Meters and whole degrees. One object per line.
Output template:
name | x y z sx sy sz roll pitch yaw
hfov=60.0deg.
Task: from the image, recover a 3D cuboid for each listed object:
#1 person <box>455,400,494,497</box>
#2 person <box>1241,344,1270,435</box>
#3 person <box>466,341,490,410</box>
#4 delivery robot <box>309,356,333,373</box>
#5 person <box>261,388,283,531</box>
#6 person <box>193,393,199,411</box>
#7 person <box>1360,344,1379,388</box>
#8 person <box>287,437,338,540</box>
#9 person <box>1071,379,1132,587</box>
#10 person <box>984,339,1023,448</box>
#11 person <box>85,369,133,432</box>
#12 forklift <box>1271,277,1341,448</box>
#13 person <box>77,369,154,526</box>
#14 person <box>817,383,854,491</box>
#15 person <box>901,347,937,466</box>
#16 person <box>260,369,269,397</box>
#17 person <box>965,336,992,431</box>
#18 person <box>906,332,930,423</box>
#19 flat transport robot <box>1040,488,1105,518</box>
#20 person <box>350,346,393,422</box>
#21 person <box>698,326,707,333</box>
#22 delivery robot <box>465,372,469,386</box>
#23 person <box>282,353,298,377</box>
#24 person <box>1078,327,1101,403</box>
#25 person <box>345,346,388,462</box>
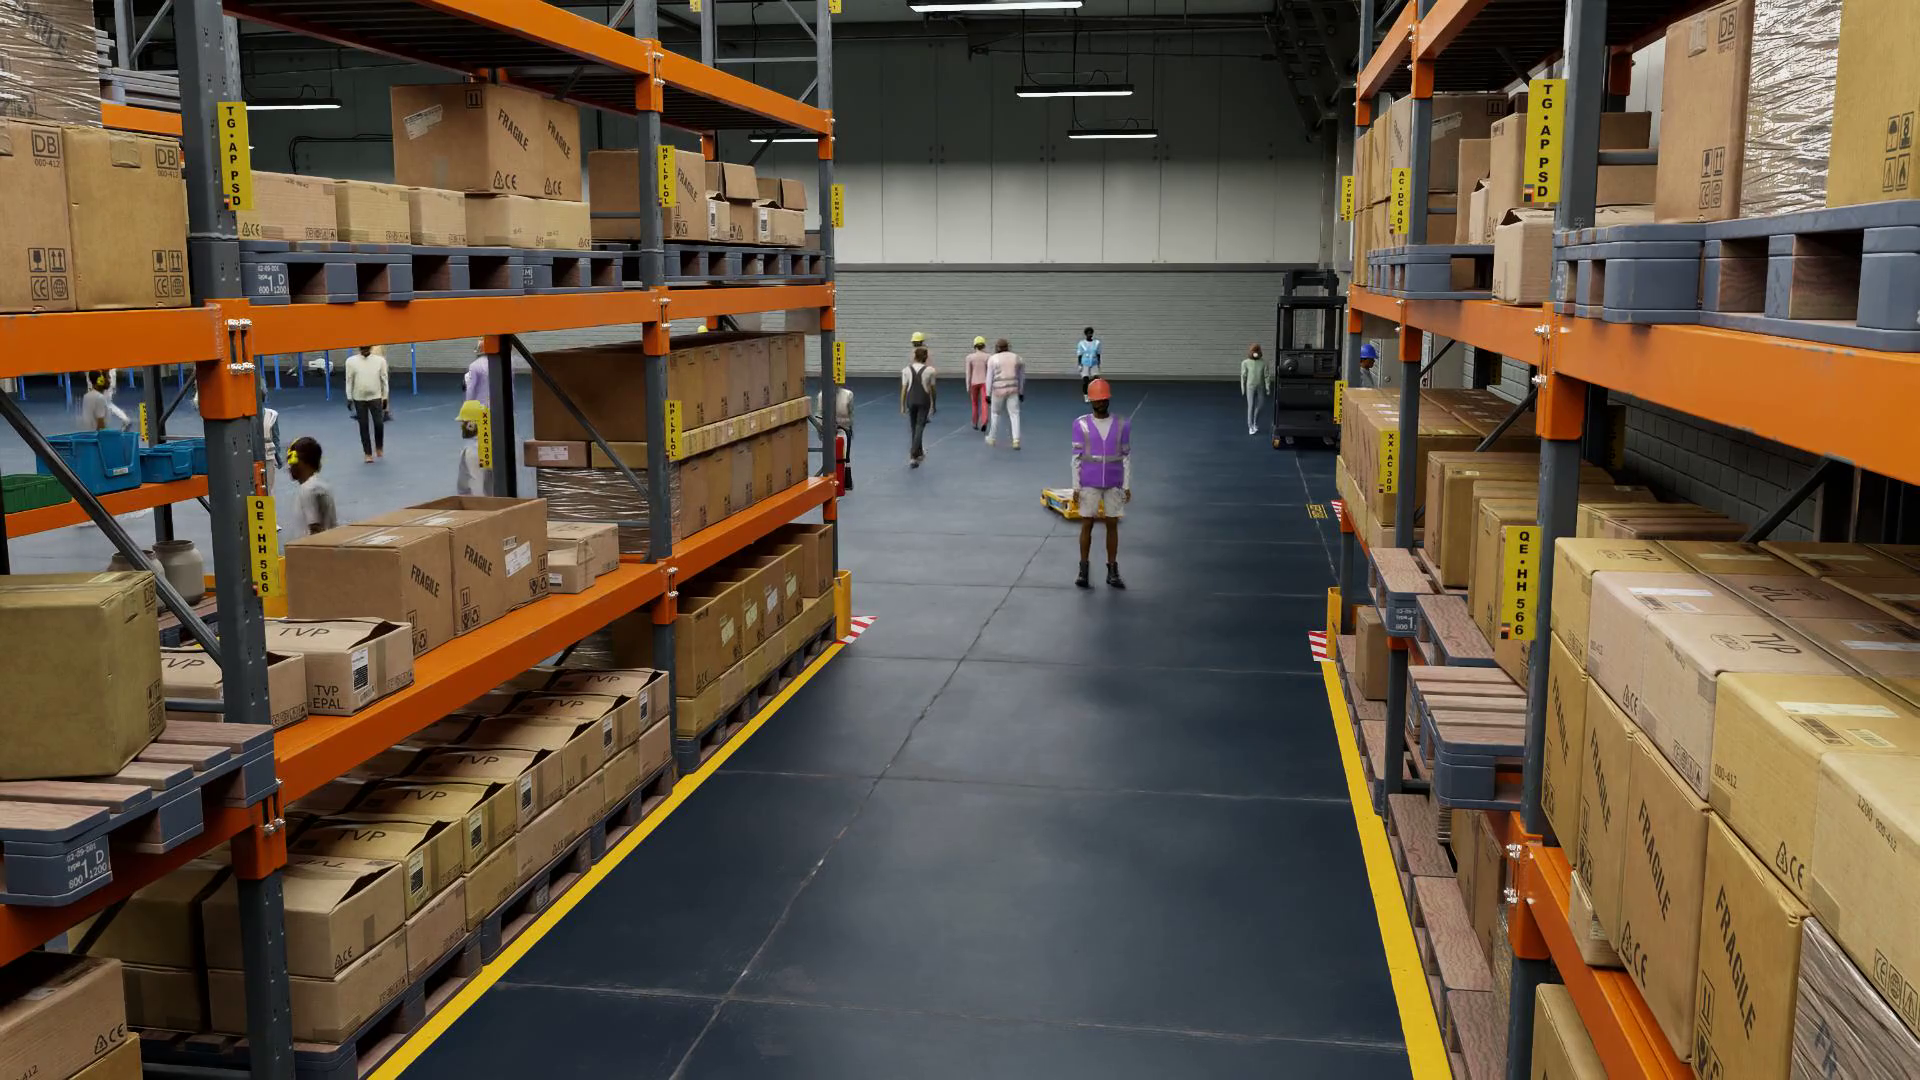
person | -4.174 -0.349 14.744 0.917 1.800 0.581 2 9 11
person | 5.310 -2.727 29.929 0.535 1.618 0.562 -1 9 -8
person | -7.287 -2.139 25.610 1.011 1.852 0.664 5 11 29
delivery robot | -17.745 -4.856 46.180 0.707 0.478 0.477 6 11 32
person | -7.853 -0.904 18.618 0.514 1.642 0.314 -8 12 -42
person | -15.460 -3.521 34.097 0.542 1.854 0.628 2 10 15
person | 5.342 -1.617 22.078 0.386 1.948 0.605 5 11 29
person | -4.232 0.253 10.929 0.341 1.834 0.663 -2 9 -14
person | 1.312 -0.528 15.445 0.580 1.924 0.386 0 9 -2
person | 0.722 -2.427 27.573 0.710 1.777 0.968 -4 10 -21
person | -14.806 -2.697 28.837 0.671 1.913 0.663 1 9 9
forklift | 5.847 -3.016 27.970 1.129 2.768 1.873 1 9 9
person | -9.845 -1.098 19.256 0.555 1.819 0.947 8 12 41
person | -1.661 -1.463 22.217 0.537 1.587 0.880 -3 10 -19
person | -0.621 -2.020 25.128 0.500 1.787 1.043 2 9 14
person | -12.456 -2.588 29.158 0.881 1.593 0.529 6 11 31
person | 0.364 -2.863 30.465 0.528 1.738 0.891 0 9 -3
person | -0.801 -3.099 31.805 0.540 1.745 0.545 -6 11 -31
flat transport robot | 1.460 -0.466 20.264 0.652 0.197 1.431 -2 9 -11
person | -11.439 -3.228 32.256 1.037 1.883 0.550 3 10 15
person | -5.527 -3.741 35.828 0.483 1.737 0.312 -2 9 -10
delivery robot | -11.863 -3.931 40.473 0.477 0.478 0.707 -3 10 -20
person | -18.504 -5.465 45.938 0.615 1.902 0.478 -9 13 -43
person | 2.865 -3.865 36.749 0.548 1.674 0.486 -2 9 -12
person | -9.065 -2.176 25.434 0.621 1.972 0.449 -3 10 -19
